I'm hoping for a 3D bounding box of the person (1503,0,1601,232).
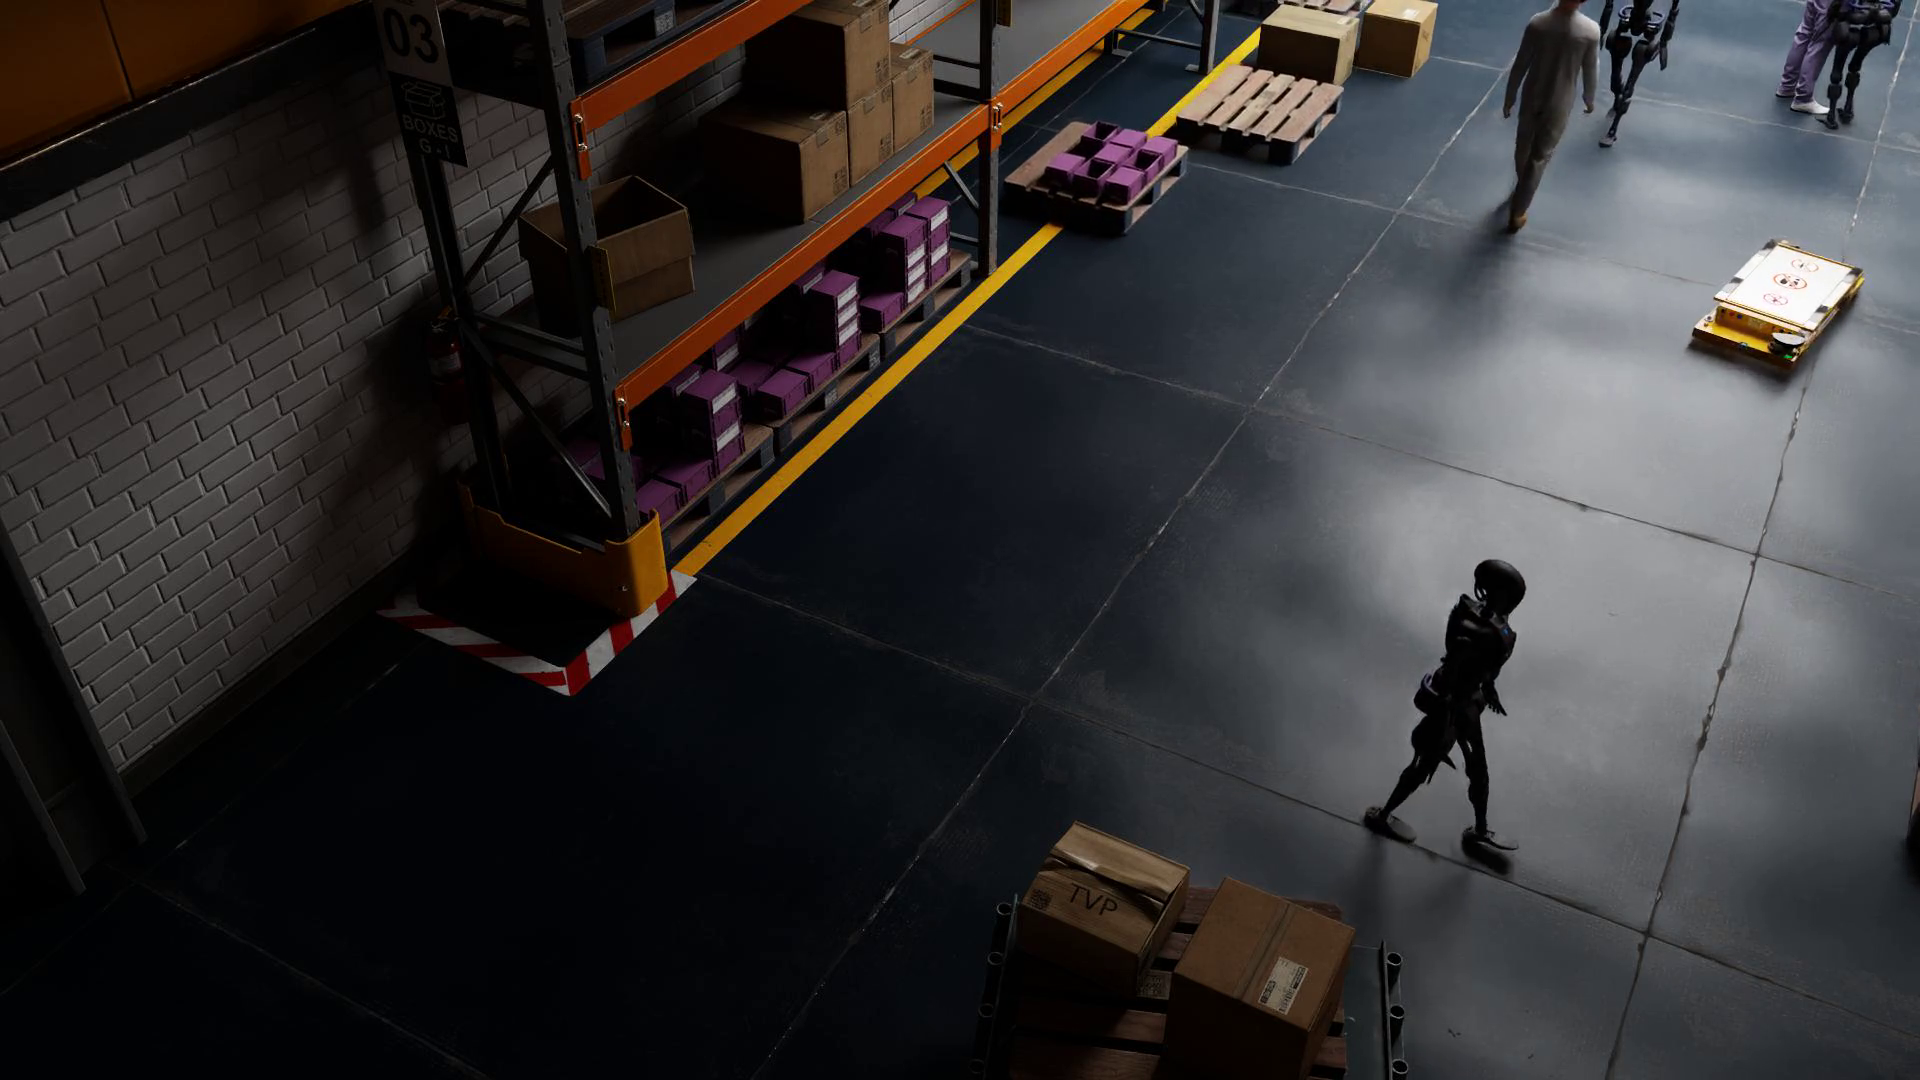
[{"bbox_3d":[4.266,-3.216,11.974,0.573,1.847,0.948,23,44,26],"label":"person"}]

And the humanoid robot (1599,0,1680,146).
[{"bbox_3d":[5.341,-3.998,13.135,0.612,1.625,0.805,25,45,28],"label":"humanoid robot"}]

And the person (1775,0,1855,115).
[{"bbox_3d":[7.072,-4.412,13.426,0.412,1.907,0.647,0,39,0],"label":"person"}]

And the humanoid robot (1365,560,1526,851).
[{"bbox_3d":[2.193,0.753,7.163,0.656,1.634,0.611,27,46,30],"label":"humanoid robot"}]

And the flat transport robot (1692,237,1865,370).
[{"bbox_3d":[5.557,-1.617,11.241,0.659,0.231,1.431,28,46,30],"label":"flat transport robot"}]

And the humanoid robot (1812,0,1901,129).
[{"bbox_3d":[7.187,-4.107,13.250,0.601,1.667,0.394,-2,39,-2],"label":"humanoid robot"}]
